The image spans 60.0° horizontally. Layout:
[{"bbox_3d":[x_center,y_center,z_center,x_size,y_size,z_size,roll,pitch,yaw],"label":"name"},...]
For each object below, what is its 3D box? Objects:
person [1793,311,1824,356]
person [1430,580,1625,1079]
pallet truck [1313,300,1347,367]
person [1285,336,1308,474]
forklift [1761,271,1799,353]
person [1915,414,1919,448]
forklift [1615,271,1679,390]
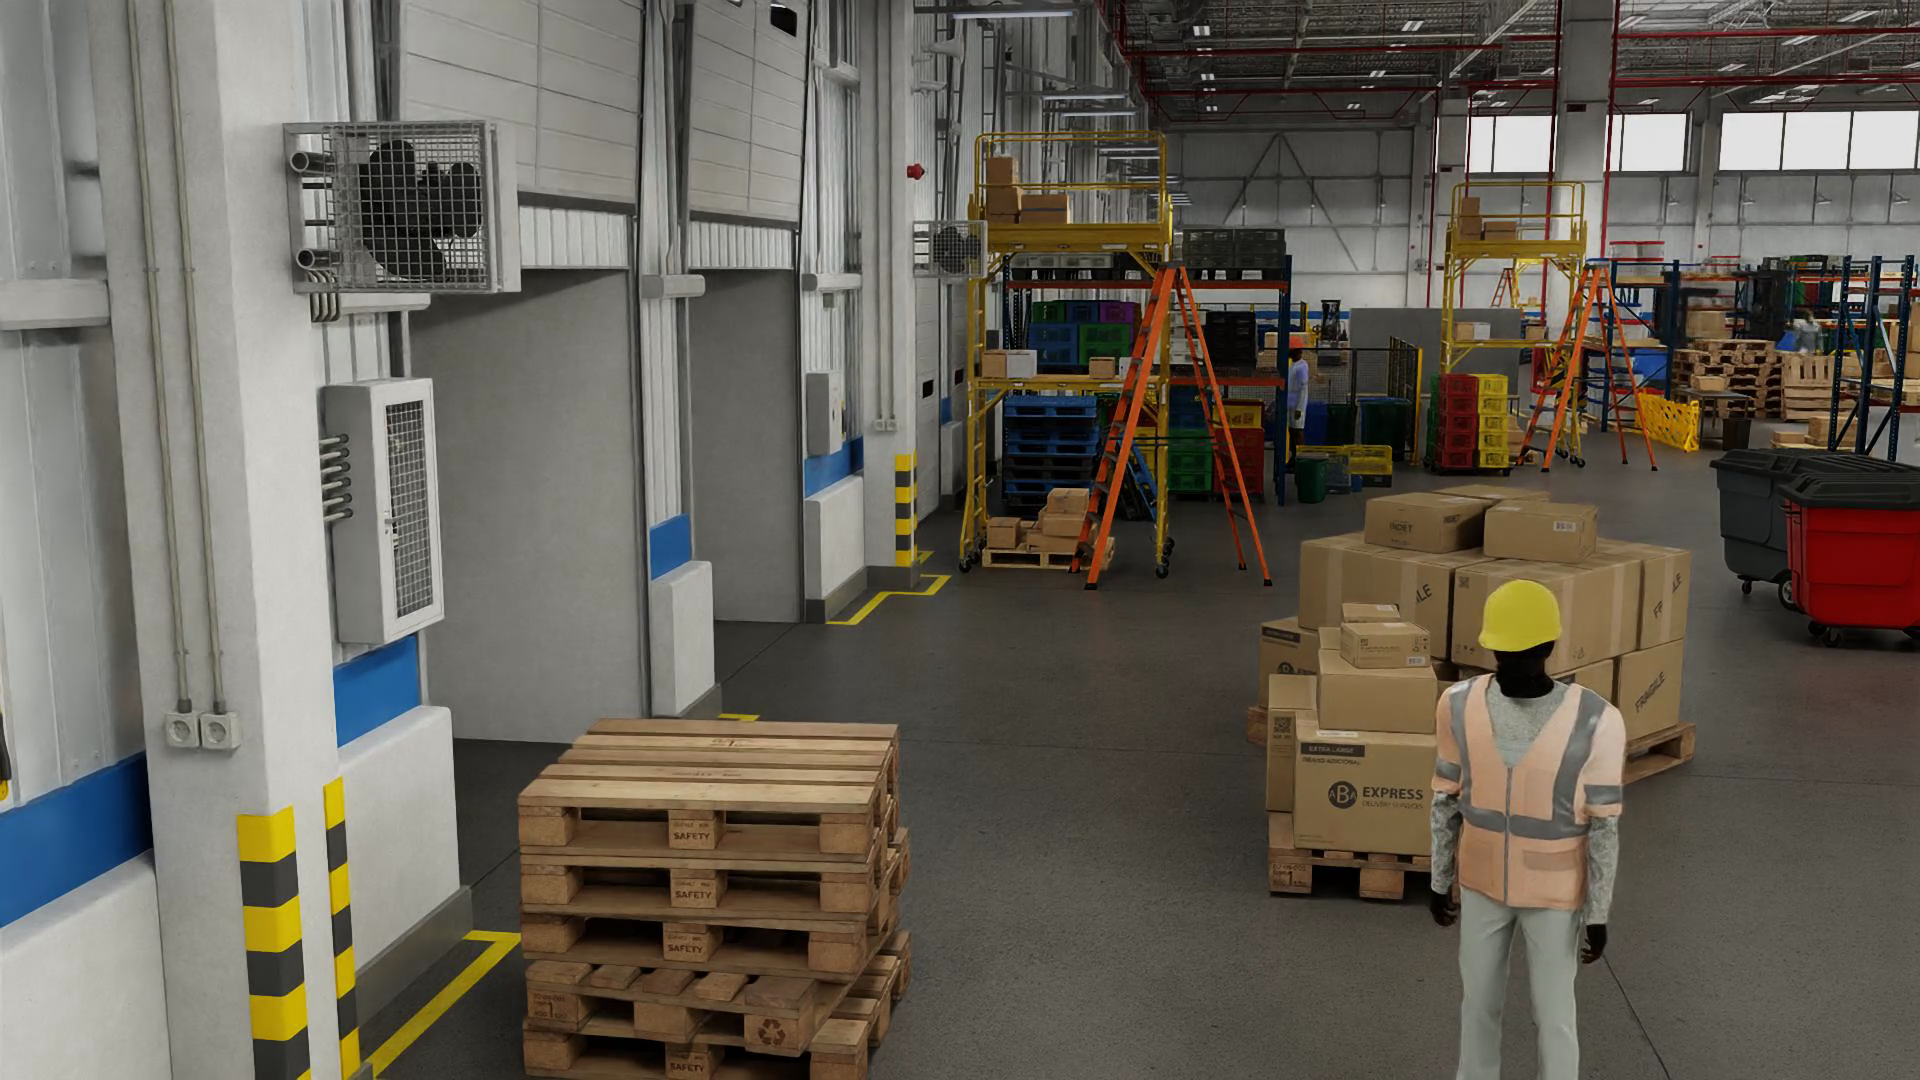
[{"bbox_3d":[20.318,-4.540,39.874,0.638,1.890,1.026,-1,9,-5],"label":"person"},{"bbox_3d":[1.728,1.064,5.171,0.586,1.918,0.398,7,11,37],"label":"person"},{"bbox_3d":[11.159,-6.200,49.718,0.823,1.965,1.885,4,10,26],"label":"pallet truck"},{"bbox_3d":[4.693,-1.899,23.375,0.359,1.938,0.547,-1,9,-7],"label":"person"},{"bbox_3d":[23.501,-6.372,48.065,1.873,2.768,1.129,0,9,-2],"label":"forklift"},{"bbox_3d":[15.605,-2.336,26.696,0.320,1.739,0.485,9,13,43],"label":"person"},{"bbox_3d":[16.447,-4.891,38.931,1.873,2.768,1.129,1,9,9],"label":"forklift"}]
